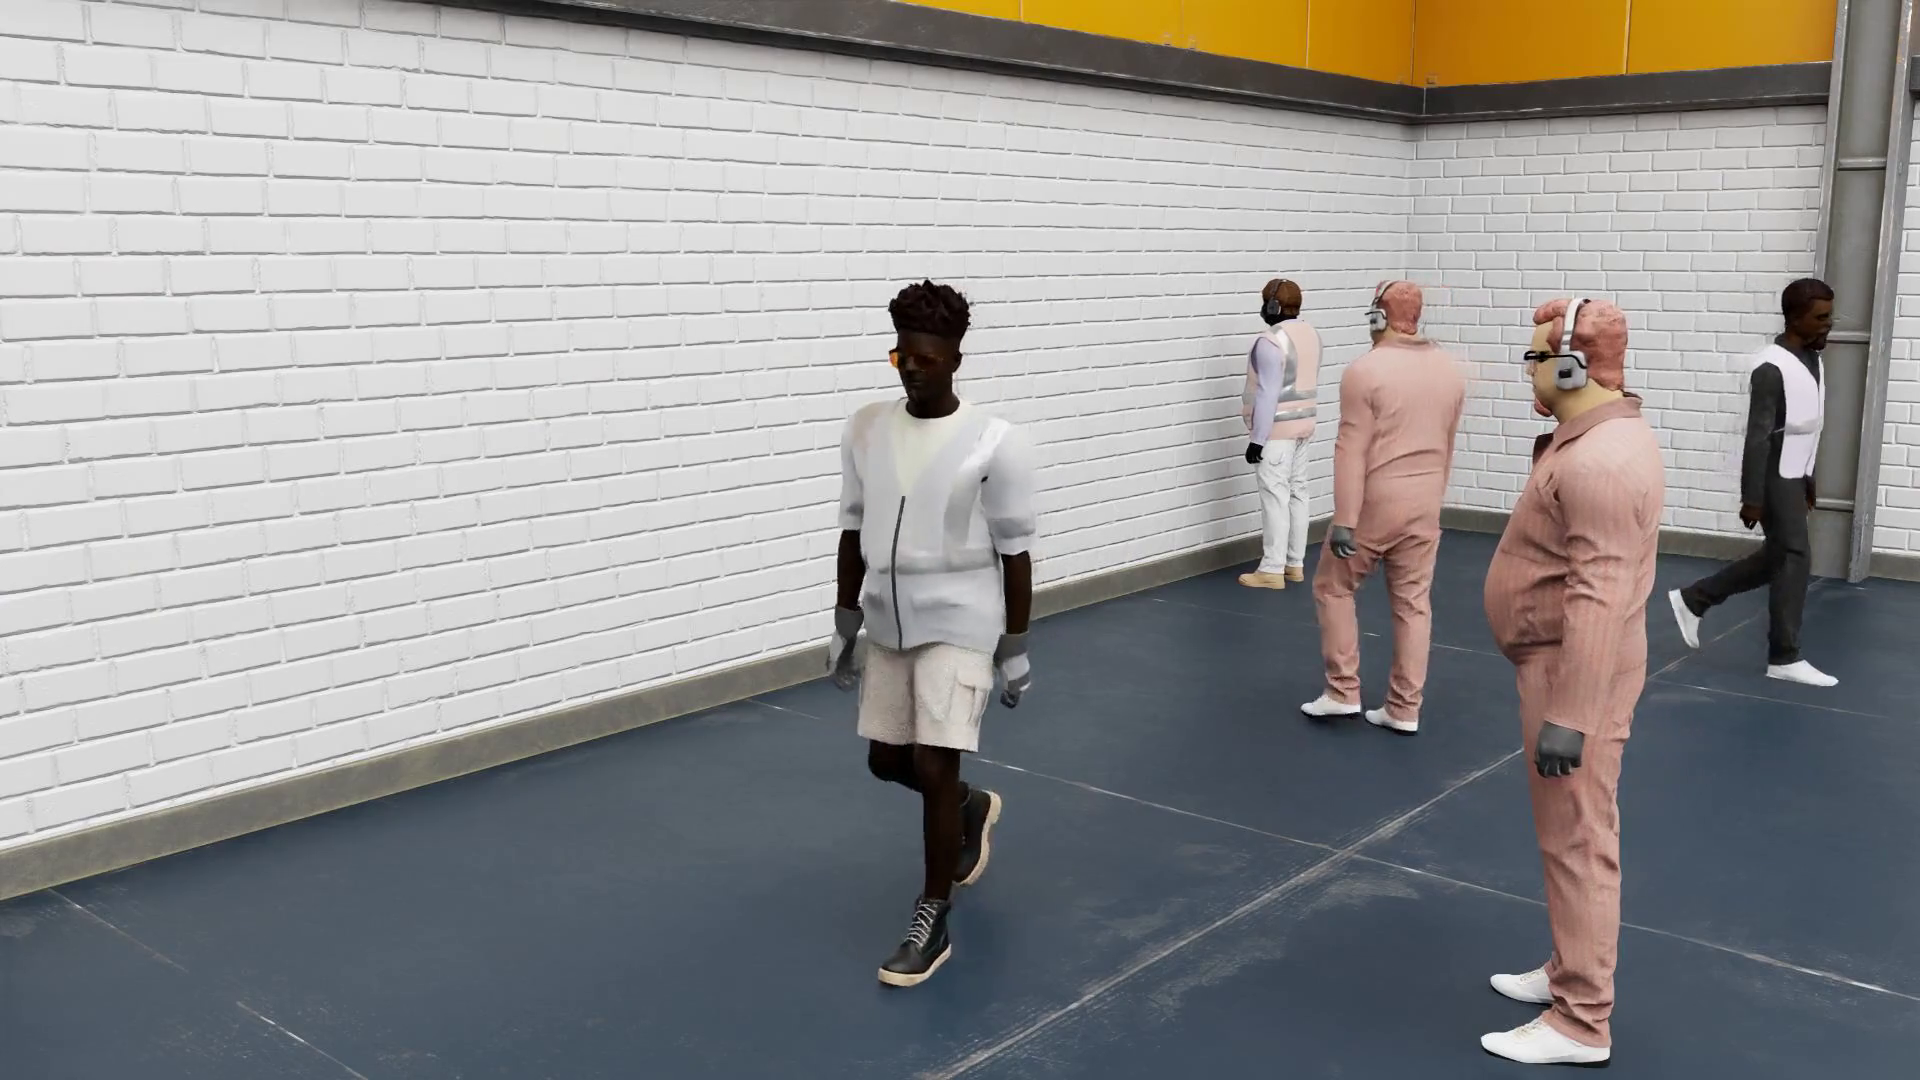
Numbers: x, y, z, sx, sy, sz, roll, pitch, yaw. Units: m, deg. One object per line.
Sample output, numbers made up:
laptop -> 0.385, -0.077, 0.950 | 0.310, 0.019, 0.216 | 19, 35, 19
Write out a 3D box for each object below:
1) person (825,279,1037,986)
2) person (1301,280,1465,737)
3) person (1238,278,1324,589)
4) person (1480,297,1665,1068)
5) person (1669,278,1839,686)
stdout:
person -> -0.048, 0.226, 4.768 | 0.619, 1.942, 0.726 | 6, 12, 32
person -> 1.744, -0.136, 6.981 | 0.687, 1.886, 0.634 | -5, 11, -27
person -> 1.899, -0.633, 9.949 | 0.430, 1.845, 0.619 | 8, 13, 39
person -> 1.508, 0.354, 4.156 | 0.401, 1.904, 0.651 | 4, 11, 22
person -> 3.781, -0.283, 7.818 | 0.725, 1.890, 0.605 | 8, 13, 39
